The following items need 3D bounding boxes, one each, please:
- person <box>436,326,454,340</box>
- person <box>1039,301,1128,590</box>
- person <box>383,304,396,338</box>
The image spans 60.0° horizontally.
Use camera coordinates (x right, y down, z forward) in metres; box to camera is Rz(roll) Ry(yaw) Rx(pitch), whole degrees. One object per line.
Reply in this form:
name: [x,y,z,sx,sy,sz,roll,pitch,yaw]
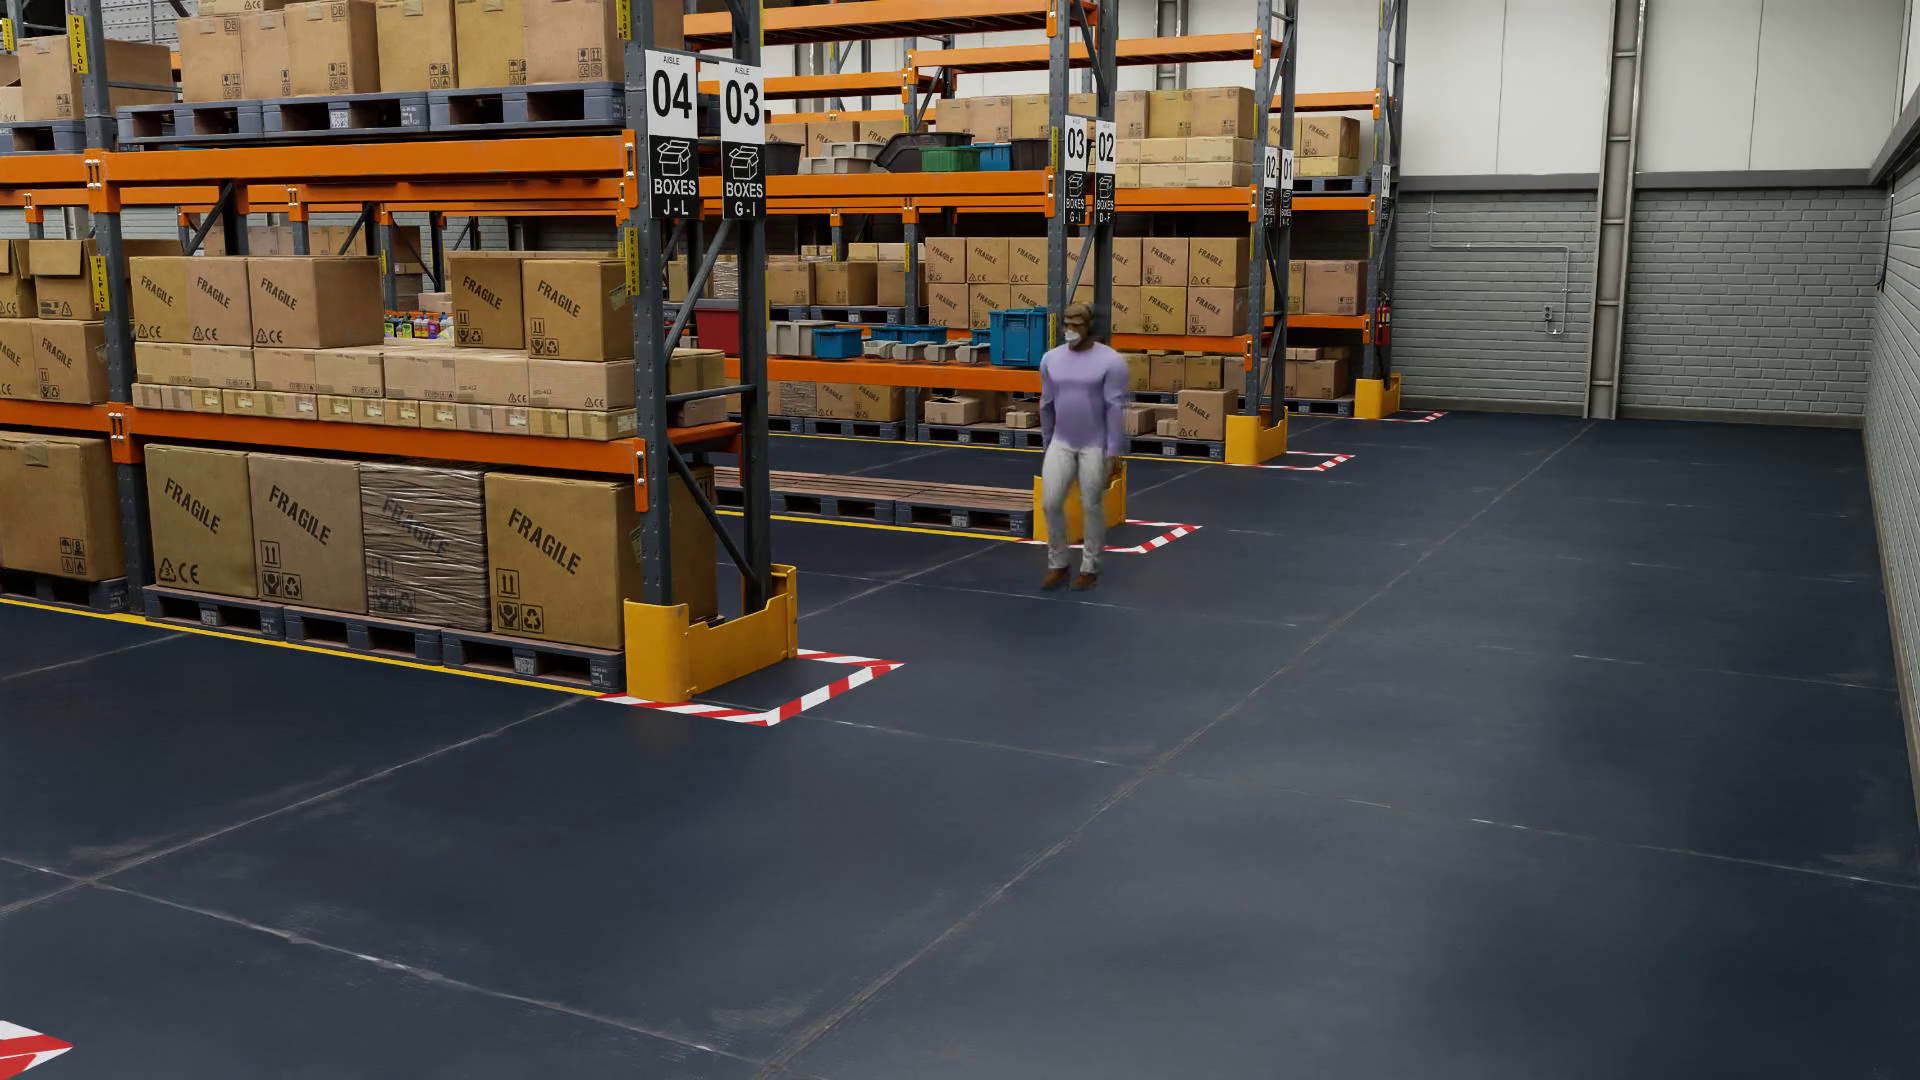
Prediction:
person: [-4.125,-1.141,14.110,0.429,1.841,0.634,7,12,33]
person: [0.771,-0.595,10.938,0.630,1.921,0.594,5,11,24]
person: [-4.932,-1.102,13.922,0.386,1.836,0.564,7,12,32]
